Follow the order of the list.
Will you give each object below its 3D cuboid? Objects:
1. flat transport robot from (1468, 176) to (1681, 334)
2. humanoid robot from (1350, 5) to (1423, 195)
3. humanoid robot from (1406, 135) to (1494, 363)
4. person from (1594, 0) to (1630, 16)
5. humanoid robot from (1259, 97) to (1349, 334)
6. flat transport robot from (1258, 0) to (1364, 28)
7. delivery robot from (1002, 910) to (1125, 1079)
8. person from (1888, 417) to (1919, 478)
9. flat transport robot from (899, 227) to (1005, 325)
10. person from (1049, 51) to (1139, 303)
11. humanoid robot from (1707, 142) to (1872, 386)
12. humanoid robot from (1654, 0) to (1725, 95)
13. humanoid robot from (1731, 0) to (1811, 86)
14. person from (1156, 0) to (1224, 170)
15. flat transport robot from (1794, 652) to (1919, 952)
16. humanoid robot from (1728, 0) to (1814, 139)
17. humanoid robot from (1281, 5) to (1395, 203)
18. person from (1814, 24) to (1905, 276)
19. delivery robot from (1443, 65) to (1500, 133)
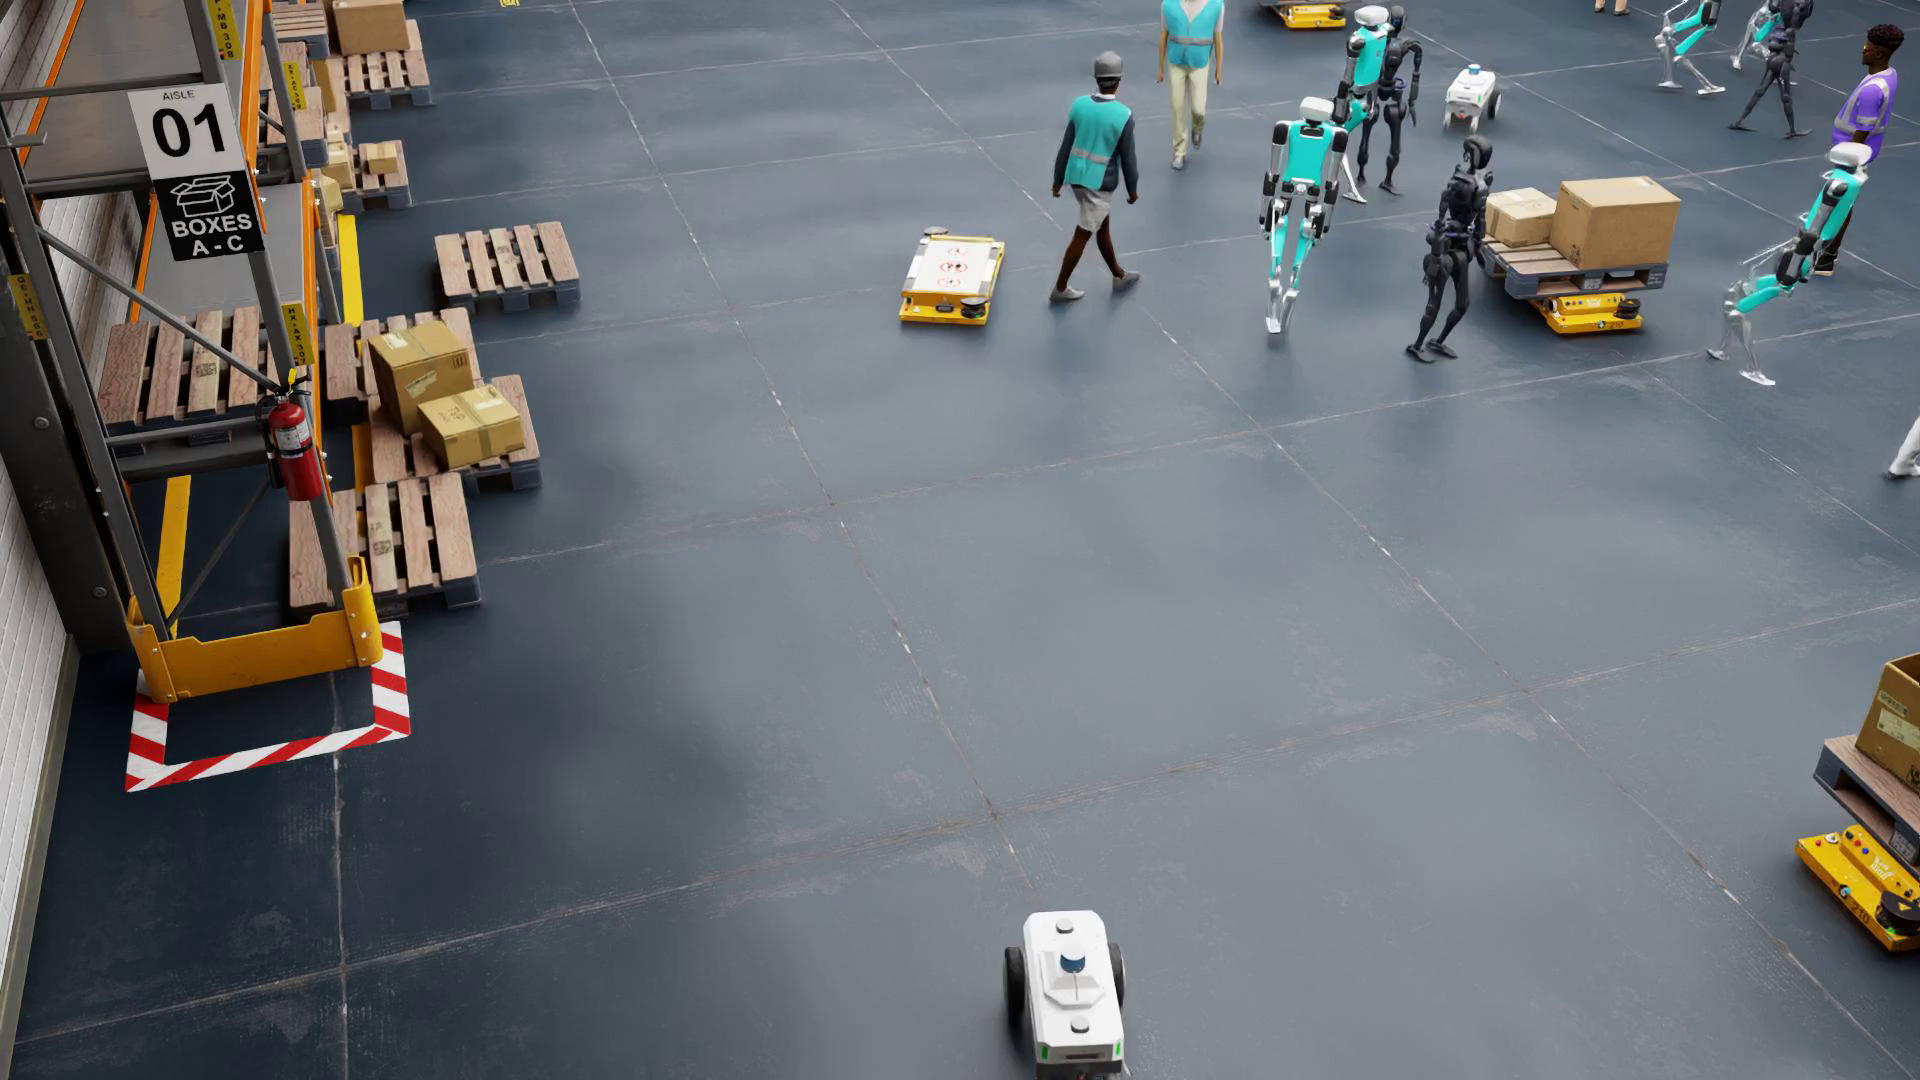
[{"bbox_3d":[4.647,-2.005,12.934,0.659,0.231,1.431,-5,33,-8],"label":"flat transport robot"},{"bbox_3d":[3.675,-3.804,14.420,0.588,1.658,0.363,3,33,4],"label":"humanoid robot"},{"bbox_3d":[3.476,-2.044,11.711,0.587,1.649,0.327,-25,40,-32],"label":"humanoid robot"},{"bbox_3d":[7.661,-6.927,19.195,0.462,1.671,0.371,26,41,34],"label":"person"},{"bbox_3d":[2.402,-2.175,11.900,0.566,1.827,0.787,7,34,10],"label":"humanoid robot"},{"bbox_3d":[3.990,-6.301,19.522,0.659,0.231,1.431,-4,33,-6],"label":"flat transport robot"},{"bbox_3d":[0.447,1.865,6.752,0.499,0.611,0.814,-2,33,-3],"label":"delivery robot"},{"bbox_3d":[6.361,-1.102,10.267,0.877,1.658,0.468,-8,34,-11],"label":"person"},{"bbox_3d":[-0.047,-2.073,13.038,0.659,0.231,1.431,4,33,6],"label":"flat transport robot"},{"bbox_3d":[1.052,-2.723,12.543,0.855,1.886,0.554,-25,41,-33],"label":"person"},{"bbox_3d":[5.625,-1.929,11.519,0.853,1.800,0.554,26,41,34],"label":"humanoid robot"},{"bbox_3d":[7.360,-5.299,16.636,0.893,1.755,0.561,9,34,13],"label":"humanoid robot"},{"bbox_3d":[8.366,-5.580,17.126,0.544,1.739,1.013,-15,36,-21],"label":"humanoid robot"},{"bbox_3d":[2.073,-4.284,15.000,0.597,1.820,0.504,8,34,12],"label":"person"},{"bbox_3d":[4.665,1.471,7.603,1.431,0.231,0.659,-8,34,-12],"label":"flat transport robot"},{"bbox_3d":[7.832,-4.613,15.673,0.731,1.631,0.589,12,35,17],"label":"humanoid robot"},{"bbox_3d":[3.174,-3.754,14.313,0.572,1.796,0.935,-26,41,-34],"label":"humanoid robot"},{"bbox_3d":[6.947,-3.030,12.953,0.368,1.966,0.603,20,38,27],"label":"person"},{"bbox_3d":[4.988,-4.336,16.261,0.499,0.609,0.807,15,36,21],"label":"delivery robot"}]
